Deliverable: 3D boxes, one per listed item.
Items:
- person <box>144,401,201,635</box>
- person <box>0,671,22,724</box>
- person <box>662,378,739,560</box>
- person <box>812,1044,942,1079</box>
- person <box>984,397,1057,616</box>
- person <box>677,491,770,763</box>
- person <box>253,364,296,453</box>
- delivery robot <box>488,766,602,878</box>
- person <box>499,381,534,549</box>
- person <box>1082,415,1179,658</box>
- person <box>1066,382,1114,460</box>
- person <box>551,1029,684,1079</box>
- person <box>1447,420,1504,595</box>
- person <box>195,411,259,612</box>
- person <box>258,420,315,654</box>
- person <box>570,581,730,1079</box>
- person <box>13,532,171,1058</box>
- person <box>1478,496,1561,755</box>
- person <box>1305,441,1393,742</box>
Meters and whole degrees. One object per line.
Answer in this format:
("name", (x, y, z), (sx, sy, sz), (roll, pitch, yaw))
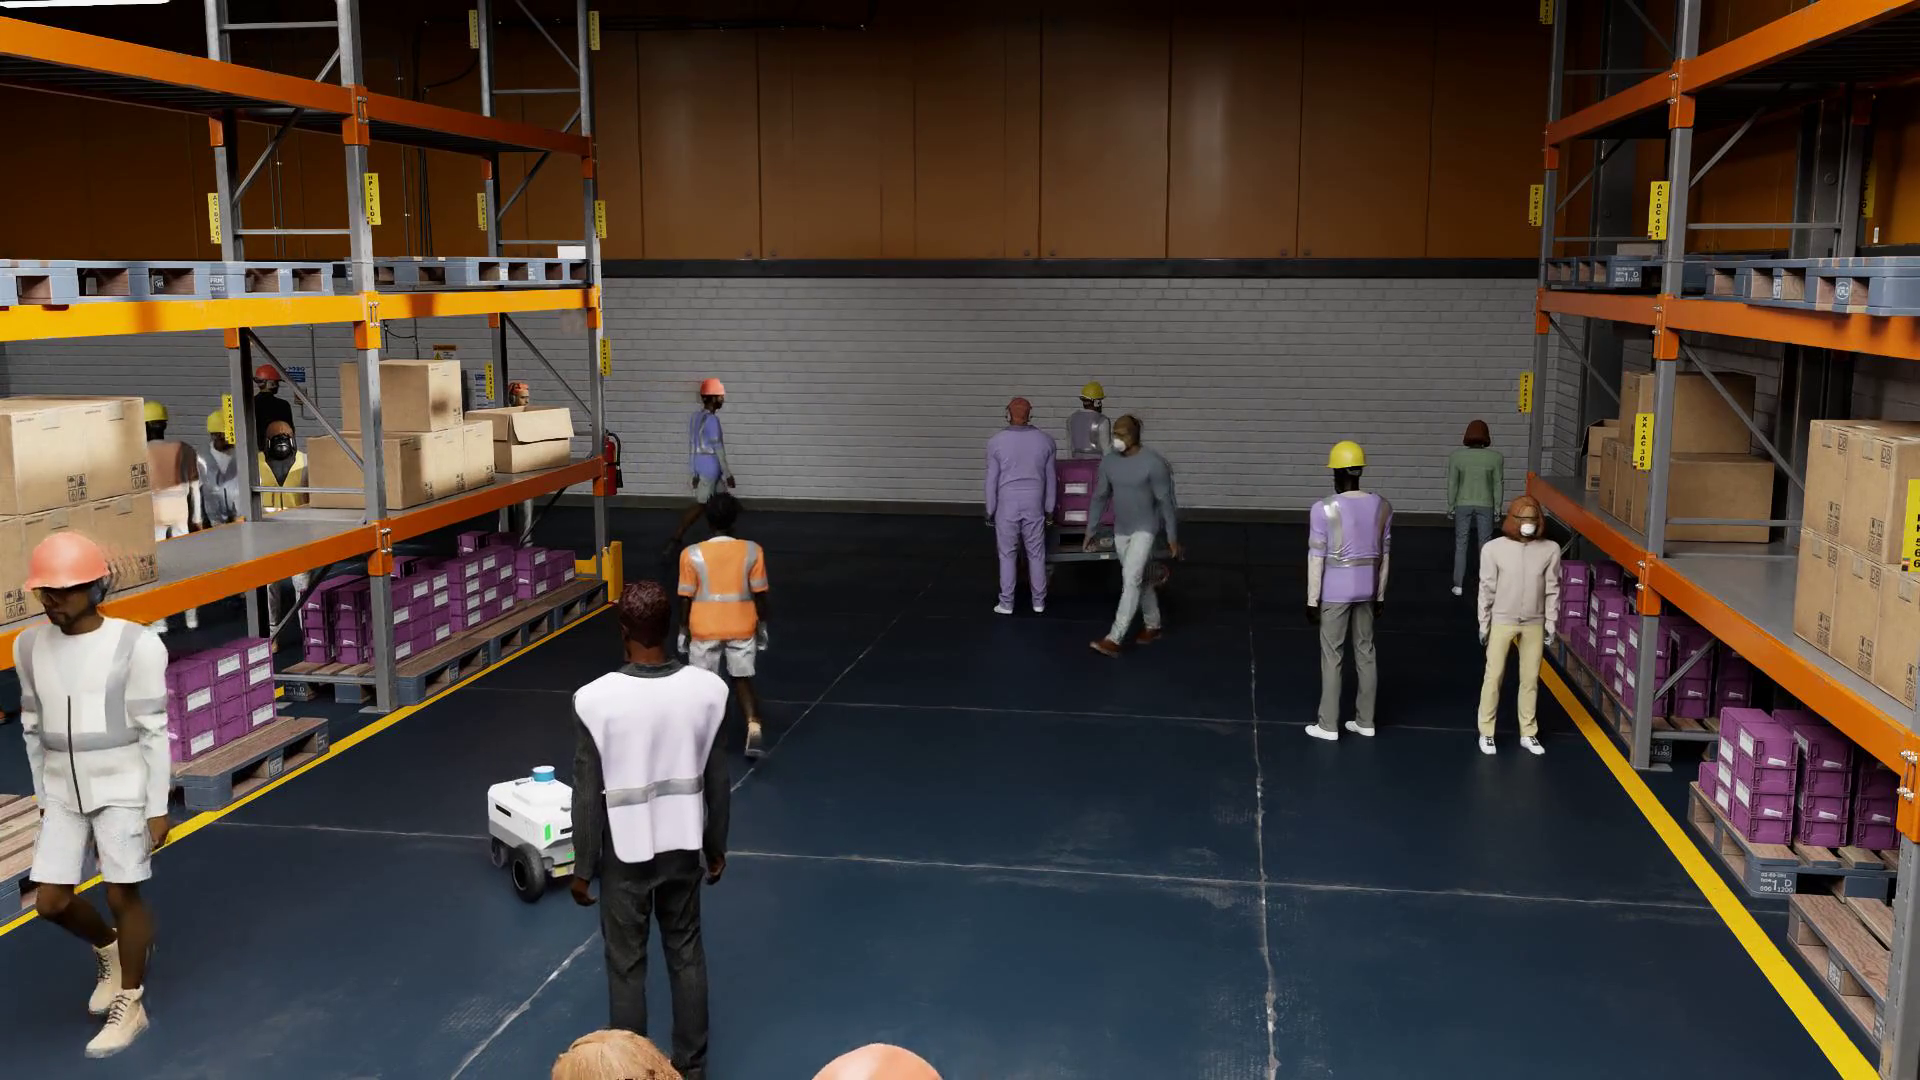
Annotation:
("person", (-6.585, -0.183, 13.732), (0.593, 1.922, 0.387), (-9, 13, -44))
("person", (-6.345, 0.244, 11.058), (0.368, 1.939, 0.633), (7, 11, 36))
("person", (-2.642, -0.725, 17.222), (0.993, 1.902, 0.541), (-3, 10, -17))
("person", (-0.137, 1.663, 2.406), (0.562, 1.896, 0.935), (4, 10, 25))
("person", (0.516, -0.291, 14.465), (0.651, 1.904, 0.403), (-2, 9, -13))
("person", (-1.396, 0.555, 9.941), (0.552, 1.674, 0.519), (-3, 10, -19))
("person", (-7.399, -0.885, 17.860), (0.614, 1.988, 0.395), (2, 9, 12))
("delivery robot", (-2.036, 1.355, 8.172), (0.477, 0.478, 0.707), (-7, 12, -38))
("person", (-4.478, -0.665, 16.866), (0.348, 1.879, 0.580), (6, 11, 31))
("person", (1.333, -0.045, 13.047), (1.033, 1.877, 0.659), (-9, 13, -42))
("person", (1.389, -0.744, 17.478), (0.589, 1.833, 0.403), (9, 13, 44))
("person", (-0.518, 1.703, 3.092), (0.469, 1.603, 0.524), (9, 13, 43))
("person", (4.735, -0.288, 15.302), (0.497, 1.626, 0.280), (3, 10, 20))
("person", (-6.454, -0.265, 14.724), (0.612, 1.781, 0.916), (-2, 9, -14))
("person", (-5.296, -0.024, 13.052), (0.618, 1.836, 0.430), (-4, 10, -21))
("person", (-1.085, 1.096, 5.915), (0.599, 1.907, 0.408), (-7, 11, -35))
("person", (-3.293, 0.964, 6.361), (0.606, 2.029, 0.467), (1, 9, 4))
("person", (3.441, 0.529, 10.273), (0.493, 1.626, 0.285), (0, 9, 0))
("person", (2.461, 0.326, 10.619), (0.588, 1.918, 0.397), (-3, 10, -20))
